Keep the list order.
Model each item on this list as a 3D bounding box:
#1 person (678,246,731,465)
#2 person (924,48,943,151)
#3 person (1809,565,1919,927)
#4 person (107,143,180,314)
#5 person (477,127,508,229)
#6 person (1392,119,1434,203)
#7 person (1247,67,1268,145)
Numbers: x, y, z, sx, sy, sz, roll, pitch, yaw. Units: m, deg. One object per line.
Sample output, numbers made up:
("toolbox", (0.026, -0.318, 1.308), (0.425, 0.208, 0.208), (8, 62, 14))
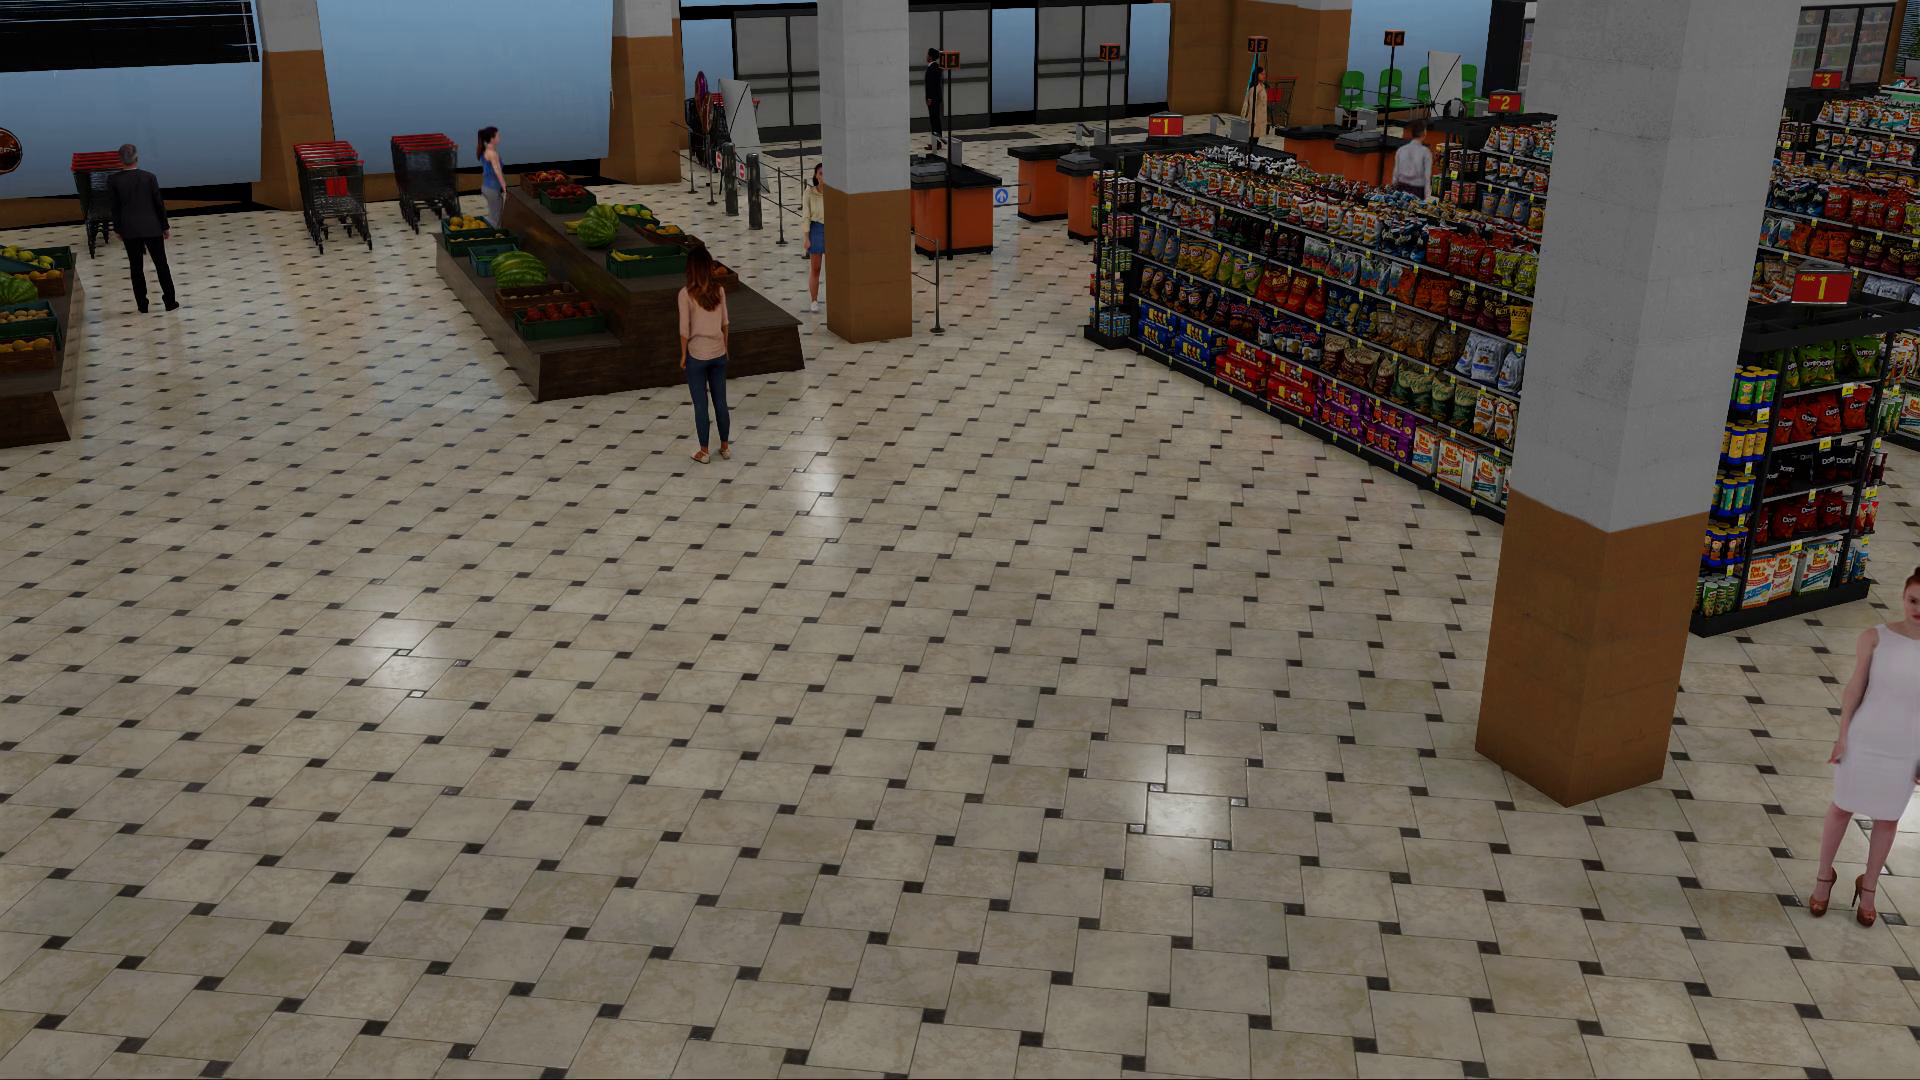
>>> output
("person", (-2.073, -1.510, 13.592), (0.610, 1.792, 0.552), (-13, 25, -29))
("person", (-0.457, -7.731, 29.163), (0.763, 1.724, 0.676), (5, 23, 13))
("person", (4.170, 0.936, 7.505), (0.613, 1.791, 0.694), (10, 24, 23))
("person", (-9.025, -3.439, 18.330), (0.725, 1.840, 0.575), (-9, 24, -21))
("person", (-5.985, -4.401, 21.051), (0.634, 1.595, 0.531), (-11, 24, -26))
("person", (5.444, -4.169, 20.194), (0.914, 1.803, 0.900), (18, 28, 38))
("person", (4.758, -6.761, 26.808), (0.734, 1.682, 0.710), (11, 24, 26))
